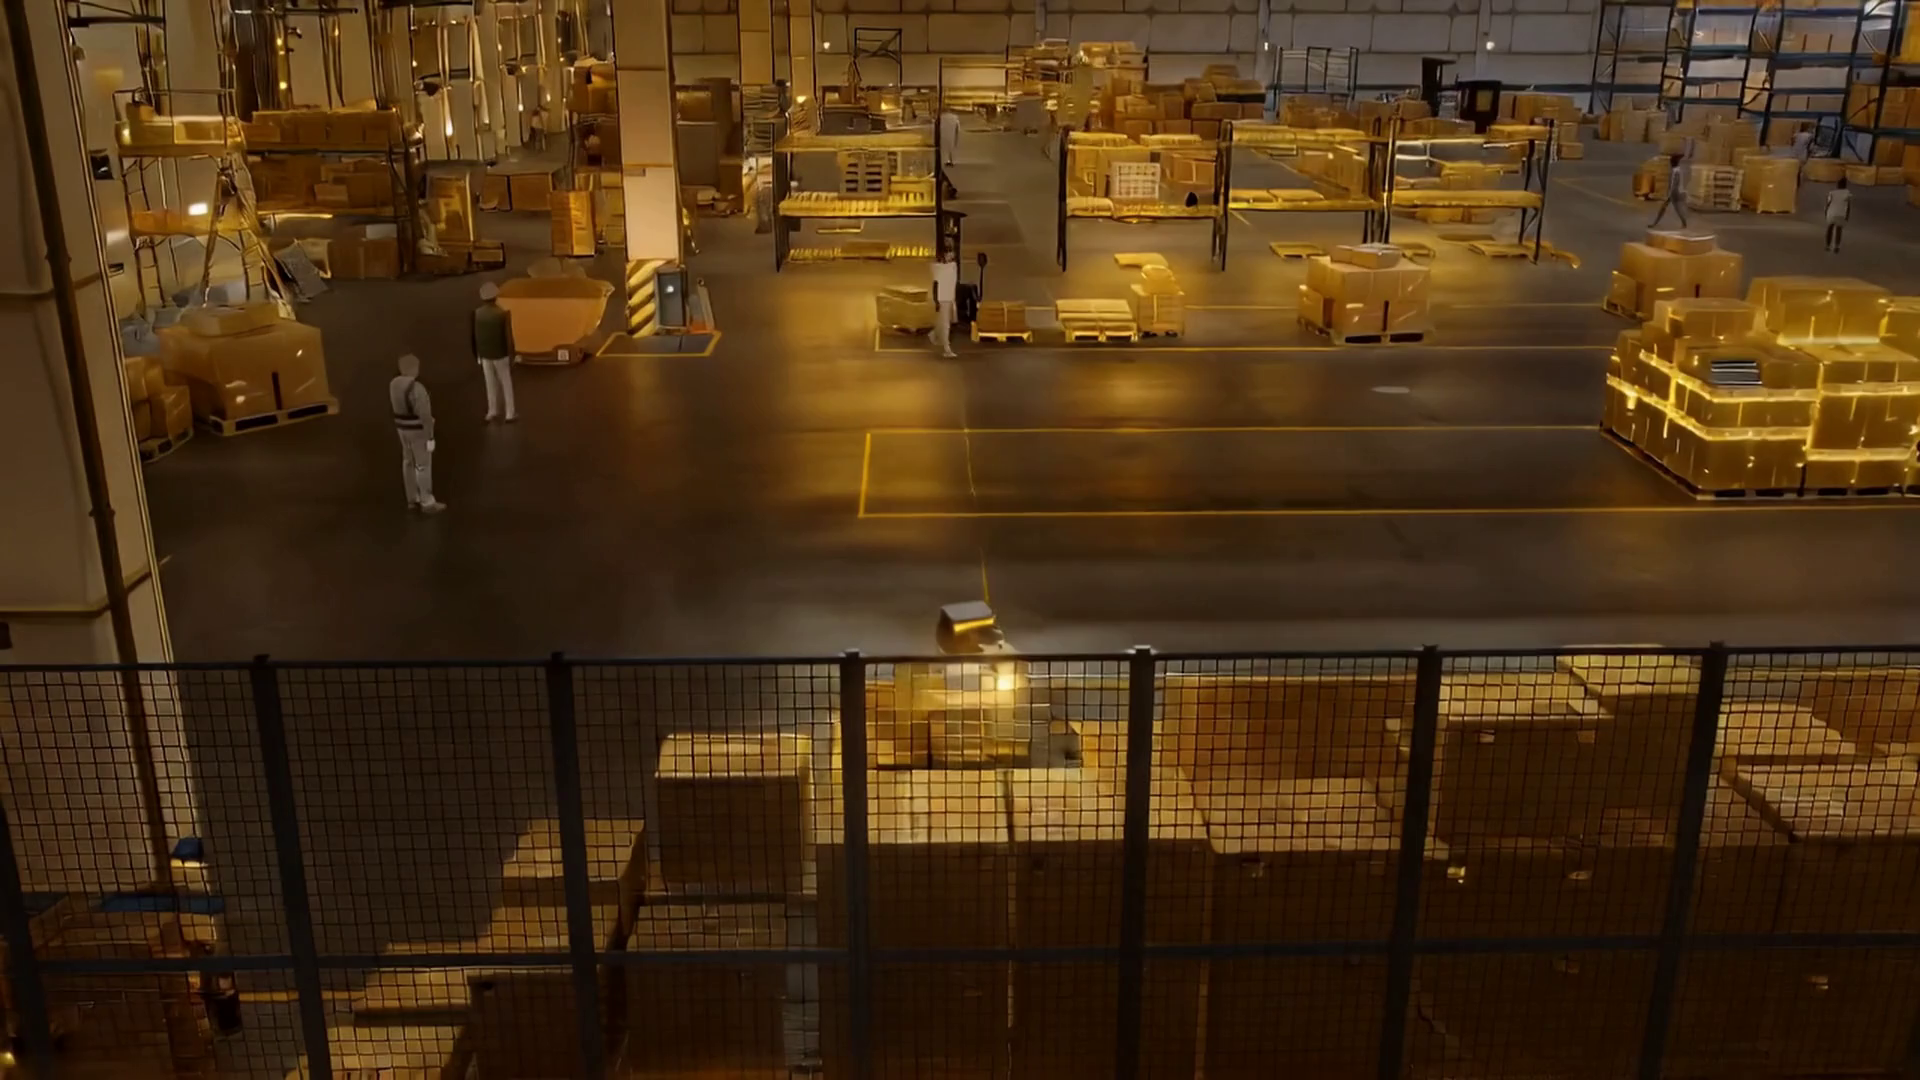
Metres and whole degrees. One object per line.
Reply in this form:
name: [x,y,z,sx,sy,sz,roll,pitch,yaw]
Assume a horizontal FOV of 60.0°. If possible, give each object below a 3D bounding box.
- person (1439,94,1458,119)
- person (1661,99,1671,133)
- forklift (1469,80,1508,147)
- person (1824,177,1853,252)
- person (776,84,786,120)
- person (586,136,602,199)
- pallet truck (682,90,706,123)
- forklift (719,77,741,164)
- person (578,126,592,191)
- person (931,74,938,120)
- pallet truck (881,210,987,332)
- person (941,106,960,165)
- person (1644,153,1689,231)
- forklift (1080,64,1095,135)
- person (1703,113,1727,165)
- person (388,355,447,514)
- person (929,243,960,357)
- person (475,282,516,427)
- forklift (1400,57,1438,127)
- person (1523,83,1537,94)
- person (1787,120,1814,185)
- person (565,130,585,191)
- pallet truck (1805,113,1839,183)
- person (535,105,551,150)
person: [17.567,-15.032,59.866,0.614,1.964,0.750,6,19,17]
person: [27.879,-16.811,65.661,0.515,1.636,0.314,10,21,27]
forklift: [16.667,-13.224,53.100,1.129,2.768,1.873,17,25,41]
person: [19.733,-7.295,37.379,0.540,1.678,0.702,8,20,22]
person: [-7.289,-17.259,66.523,0.635,1.937,0.353,-1,19,-1]
person: [-10.244,-10.469,46.733,0.494,1.709,0.844,3,19,9]
pallet truck: [-9.671,-15.907,62.421,0.823,1.965,1.885,5,19,15]
forklift: [-7.685,-13.877,55.039,1.873,2.768,1.129,-1,19,-1]
person: [-10.835,-10.956,47.907,0.583,1.882,0.337,1,19,4]
person: [-1.083,-19.444,73.006,0.358,1.938,0.545,-10,21,-26]
pallet truck: [-0.493,-4.759,29.349,1.885,1.965,0.823,-13,23,-34]
person: [-0.314,-13.351,54.950,0.647,1.927,0.565,-5,19,-15]
person: [17.425,-8.499,40.654,1.024,1.868,0.590,11,22,30]
forklift: [4.802,-16.587,63.077,1.873,2.768,1.129,-1,19,-2]
person: [24.134,-12.715,53.190,0.643,1.877,0.978,-1,19,-3]
person: [-6.233,-1.220,19.090,0.634,1.842,0.429,14,23,36]
person: [-0.254,-3.930,27.118,0.581,1.850,0.533,16,24,40]
person: [-6.377,-2.547,22.789,0.611,1.996,0.378,8,20,23]
forklift: [19.351,-18.501,68.755,1.873,2.768,1.129,-1,19,-1]
person: [23.185,-17.604,67.621,0.656,1.893,0.985,-5,19,-14]
person: [24.973,-11.497,49.470,0.619,1.920,0.994,7,20,19]
person: [-10.885,-10.666,47.107,0.508,1.844,0.336,-4,19,-12]
pallet truck: [26.403,-11.957,50.702,0.823,1.965,1.885,6,19,16]
person: [-15.051,-14.898,60.044,0.532,1.587,0.873,-2,19,-6]
